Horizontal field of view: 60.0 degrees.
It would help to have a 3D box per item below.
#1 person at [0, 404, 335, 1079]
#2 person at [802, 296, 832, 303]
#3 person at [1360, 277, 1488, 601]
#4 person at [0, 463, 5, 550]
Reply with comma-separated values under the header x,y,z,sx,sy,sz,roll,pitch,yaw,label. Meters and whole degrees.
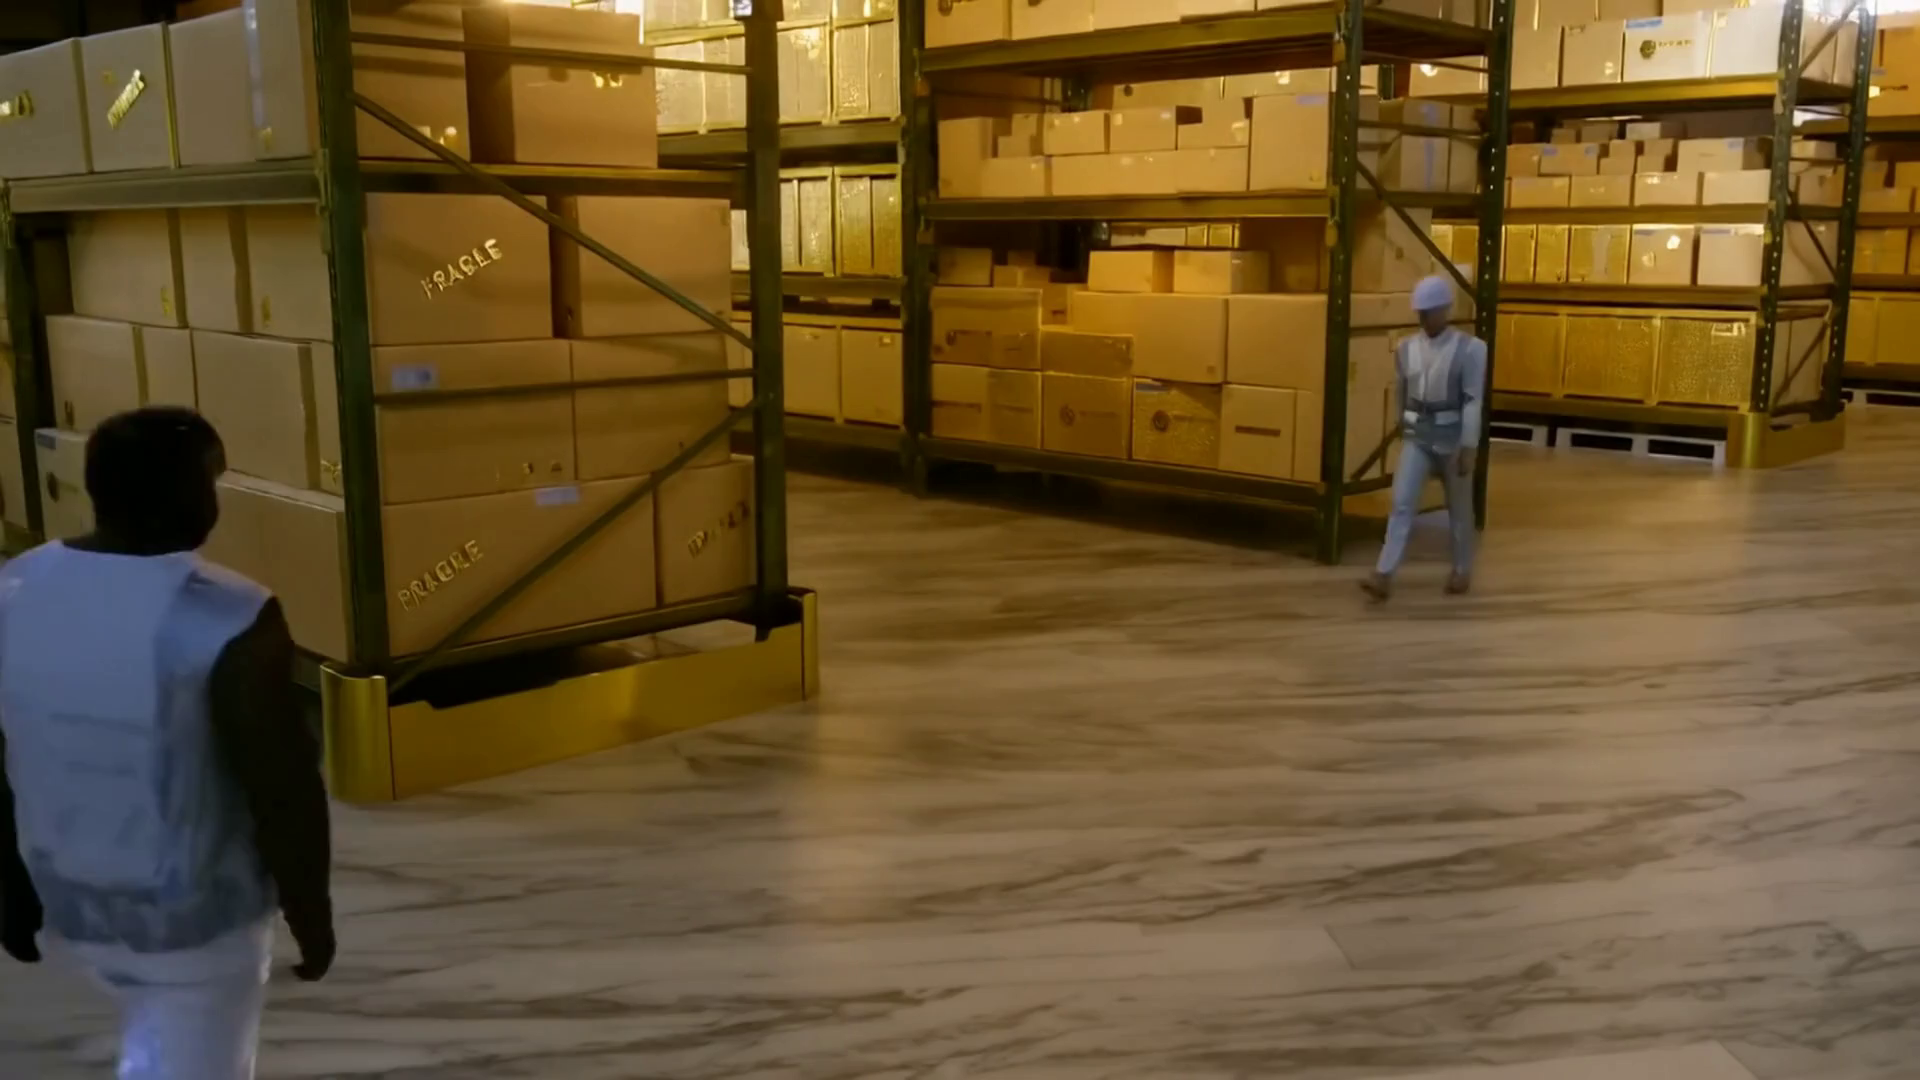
x,y,z,sx,sy,sz,roll,pitch,yaw,label
-1.480,0.659,3.134,0.660,1.825,0.463,3,11,16,person
-1.763,-2.446,20.588,0.541,1.628,0.362,-9,13,-39,person
2.737,-0.572,9.683,0.607,1.882,1.028,9,14,41,person
-4.422,-0.057,7.201,0.523,1.769,0.316,-9,14,-41,person
